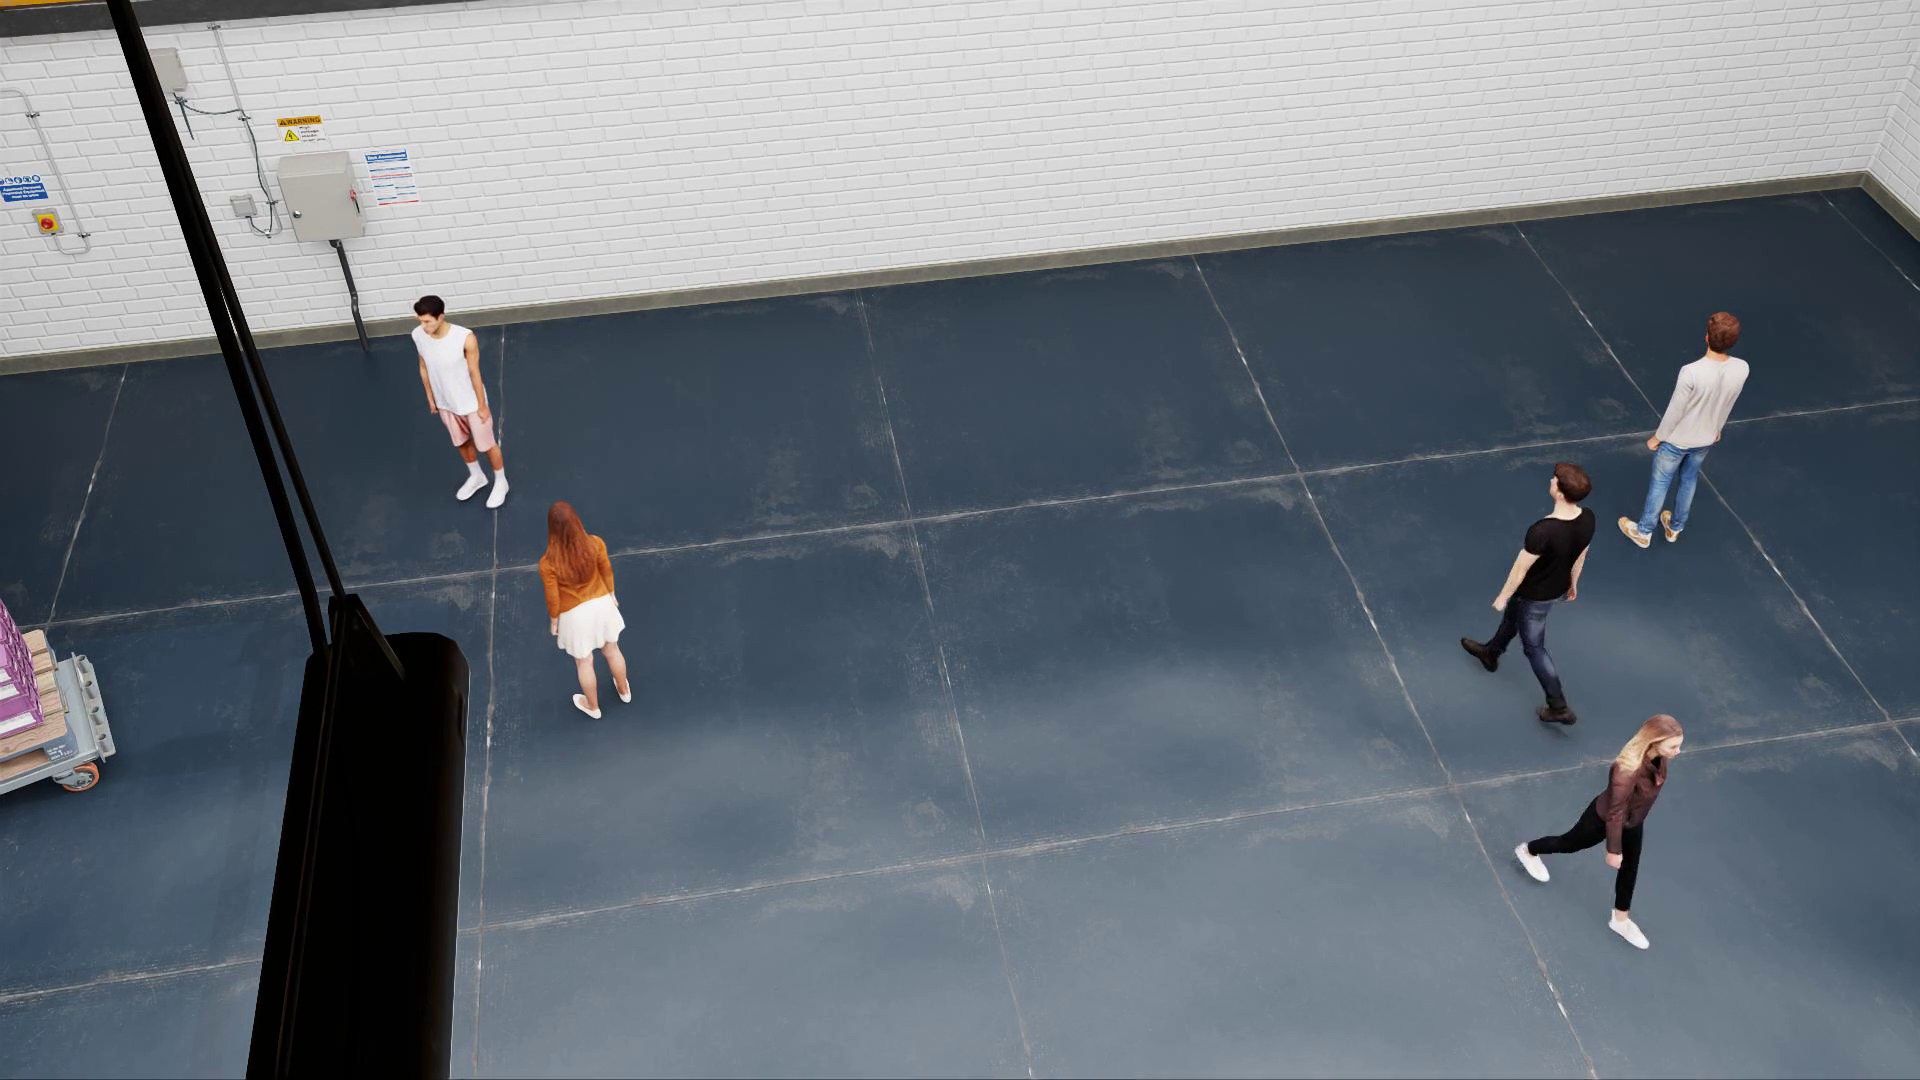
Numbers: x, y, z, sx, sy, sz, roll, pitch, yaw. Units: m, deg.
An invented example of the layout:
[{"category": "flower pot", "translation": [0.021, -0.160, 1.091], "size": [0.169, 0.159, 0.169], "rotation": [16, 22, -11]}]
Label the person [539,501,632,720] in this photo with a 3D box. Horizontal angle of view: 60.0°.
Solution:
[{"category": "person", "translation": [-2.319, 0.440, 10.299], "size": [0.697, 1.723, 0.707], "rotation": [-27, 50, -26]}]

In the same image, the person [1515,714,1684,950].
[{"category": "person", "translation": [3.543, 1.500, 9.229], "size": [0.950, 1.664, 1.203], "rotation": [-28, 50, -26]}]

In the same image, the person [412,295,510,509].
[{"category": "person", "translation": [-3.524, -1.015, 11.786], "size": [0.736, 1.779, 0.738], "rotation": [11, 45, 12]}]

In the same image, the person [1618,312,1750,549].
[{"category": "person", "translation": [4.994, -0.727, 11.394], "size": [0.652, 1.902, 0.536], "rotation": [-7, 44, -8]}]

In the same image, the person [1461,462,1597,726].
[{"category": "person", "translation": [3.658, 0.372, 10.270], "size": [0.998, 1.862, 1.306], "rotation": [-25, 49, -24]}]
